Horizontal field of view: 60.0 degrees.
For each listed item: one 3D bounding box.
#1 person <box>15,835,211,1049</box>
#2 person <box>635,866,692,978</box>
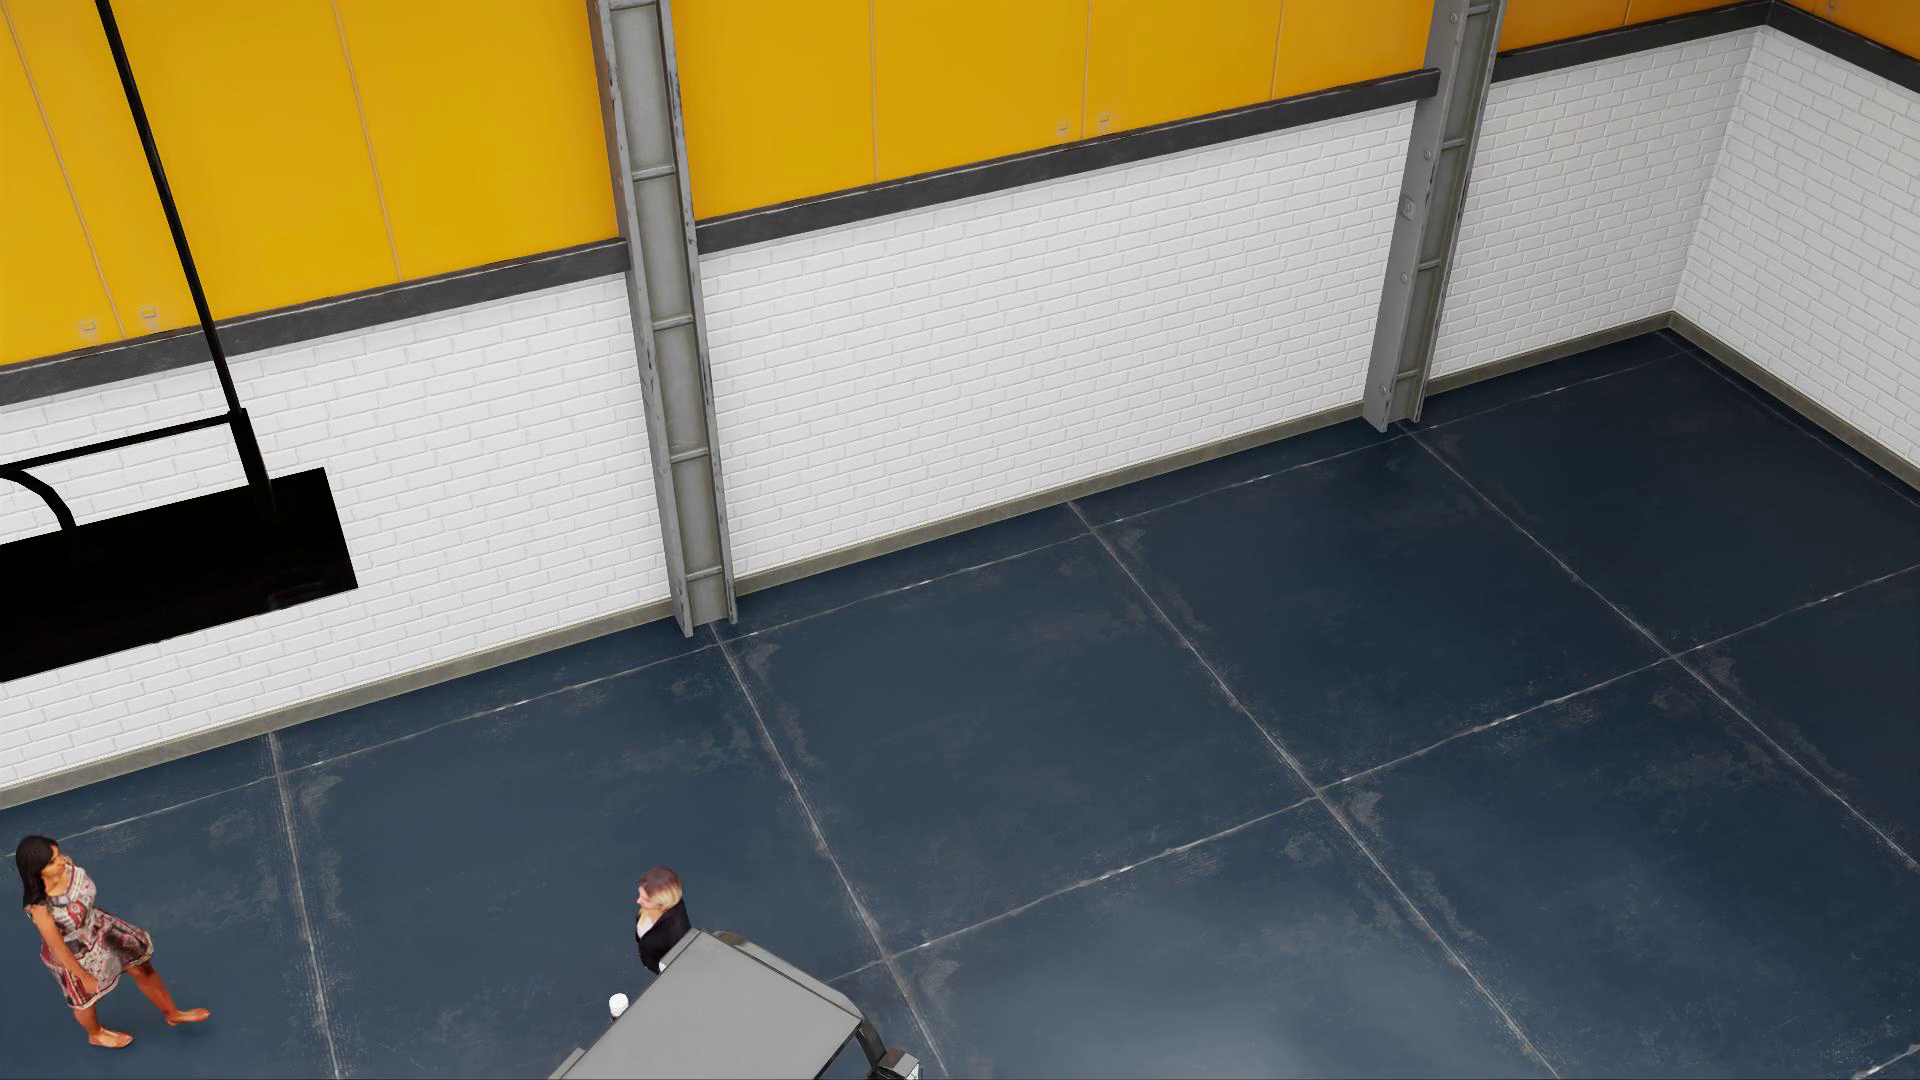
[{"bbox_3d":[-4.673,2.124,8.701,0.999,1.625,0.871,0,39,0],"label":"person"},{"bbox_3d":[-1.374,2.206,8.579,0.863,1.648,0.603,-15,41,-18],"label":"person"}]
